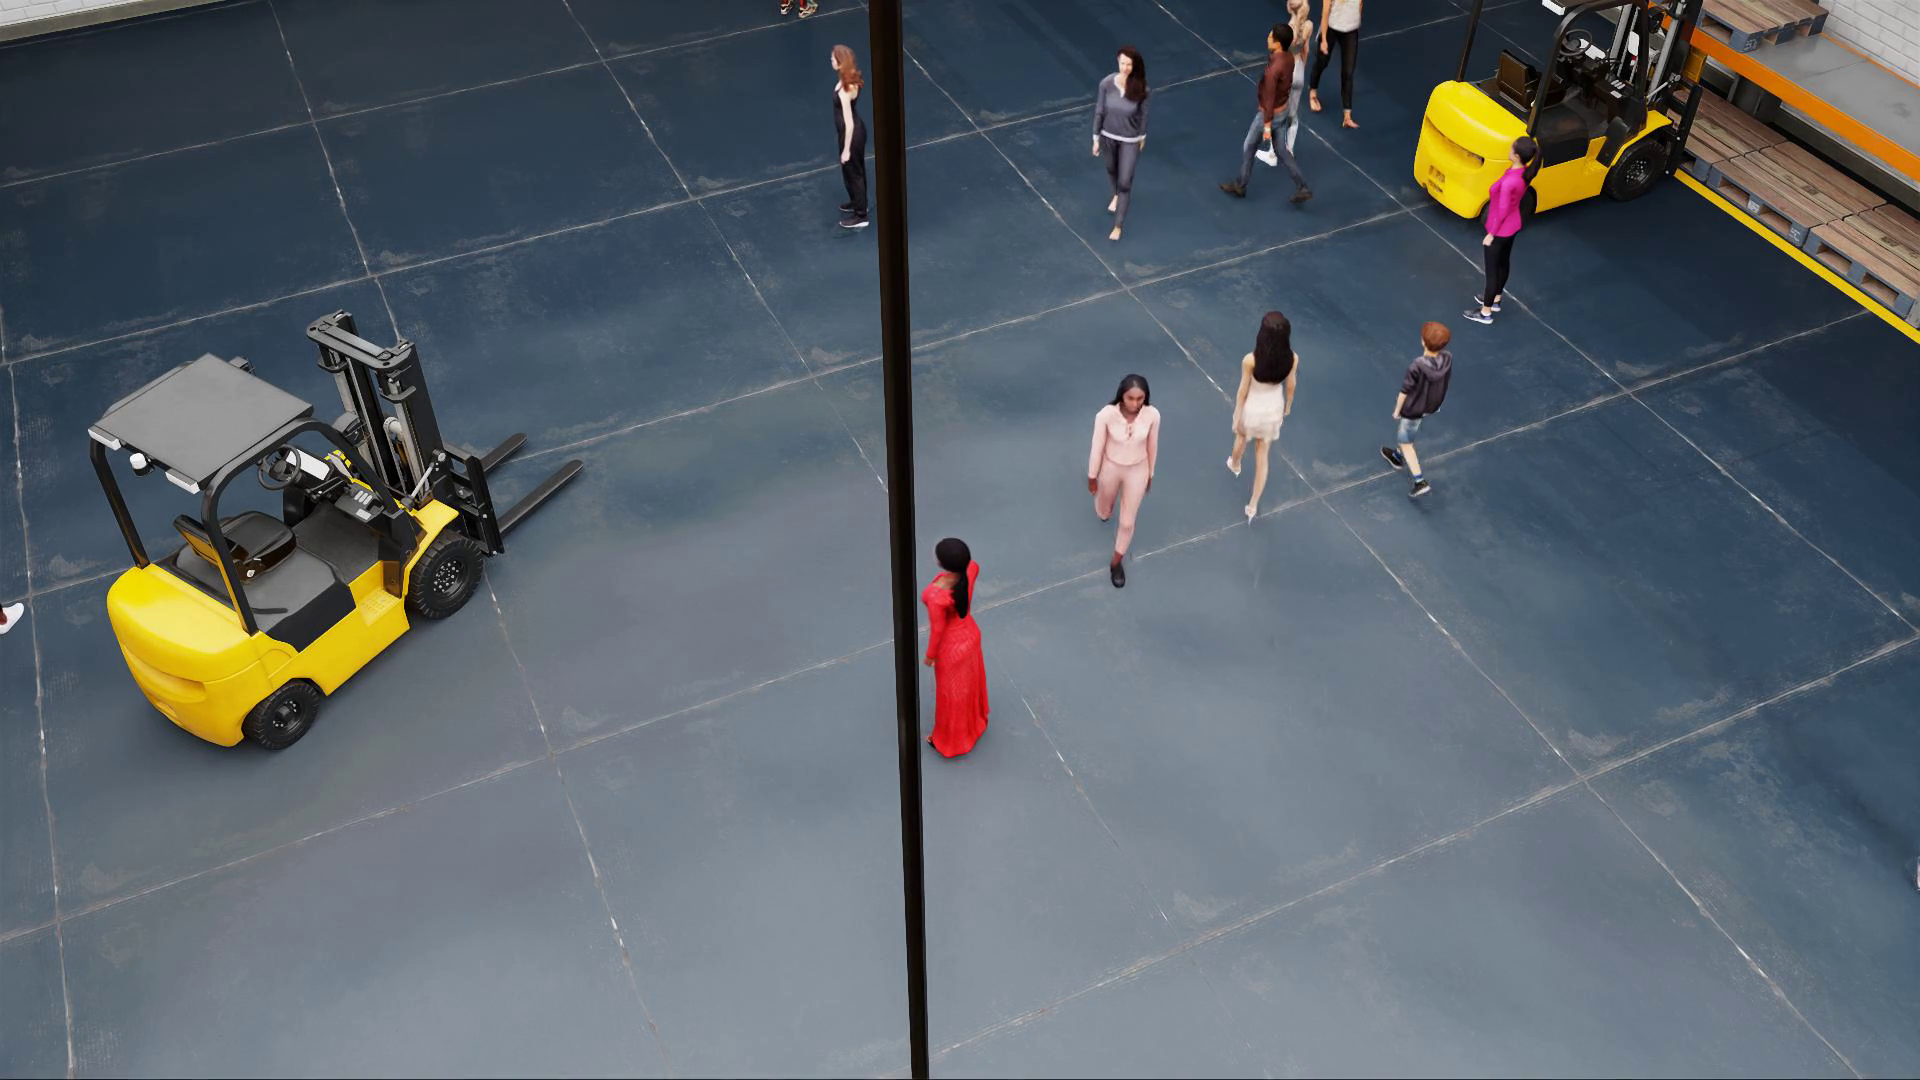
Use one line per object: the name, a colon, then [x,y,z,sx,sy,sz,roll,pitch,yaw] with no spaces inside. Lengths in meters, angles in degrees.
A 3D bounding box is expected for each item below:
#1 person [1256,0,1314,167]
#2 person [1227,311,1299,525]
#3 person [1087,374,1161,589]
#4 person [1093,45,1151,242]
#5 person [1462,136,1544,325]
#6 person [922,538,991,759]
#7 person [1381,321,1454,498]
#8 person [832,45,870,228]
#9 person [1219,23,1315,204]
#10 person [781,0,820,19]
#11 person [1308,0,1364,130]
person: [3.079,-4.327,15.609,0.554,1.706,0.533,-19,47,-19]
person: [2.170,-0.824,11.932,0.823,1.706,1.010,-3,44,-3]
person: [1.119,-0.499,11.594,0.856,1.701,1.084,-2,44,-2]
person: [1.444,-3.622,14.858,1.072,1.719,1.148,13,45,14]
person: [4.510,-2.577,13.785,0.694,1.698,0.672,29,51,27]
person: [-0.034,0.651,10.330,0.753,1.790,0.720,23,48,22]
person: [3.410,-0.963,12.280,0.554,1.426,0.908,-16,46,-16]
person: [-0.957,-3.605,14.824,0.719,1.743,0.596,0,44,0]
person: [2.913,-3.802,15.026,1.225,1.749,1.048,24,49,23]
person: [-1.822,-6.522,17.838,0.676,1.808,0.756,18,46,18]
person: [3.637,-4.971,16.226,0.792,1.787,1.163,-10,44,-10]
